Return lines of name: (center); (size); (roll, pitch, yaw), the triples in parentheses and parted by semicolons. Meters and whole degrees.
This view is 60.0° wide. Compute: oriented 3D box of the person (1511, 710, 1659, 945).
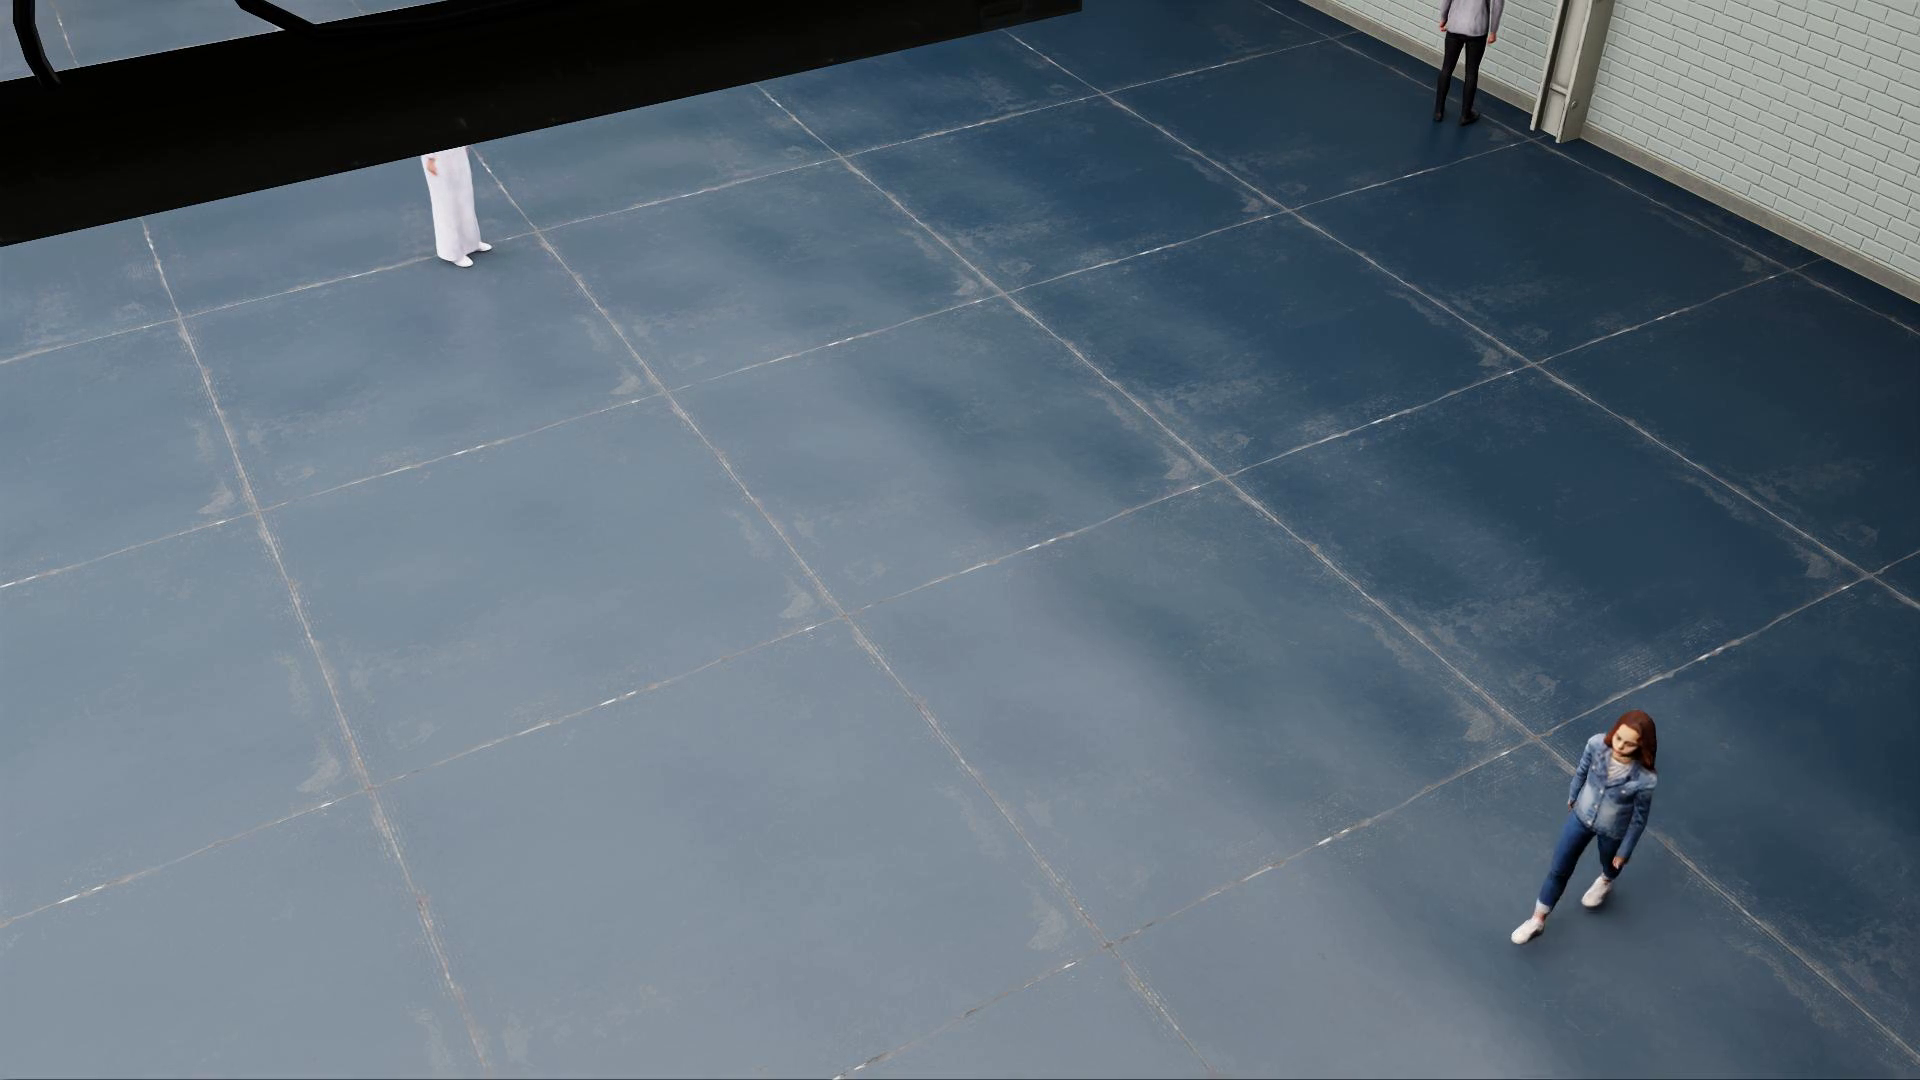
person: (3.237, 1.378, 8.256); (0.767, 1.437, 0.971); (-28, 46, -31)

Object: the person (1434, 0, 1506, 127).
person: (4.868, -4.939, 15.936); (0.752, 1.923, 0.891); (21, 43, 25)
